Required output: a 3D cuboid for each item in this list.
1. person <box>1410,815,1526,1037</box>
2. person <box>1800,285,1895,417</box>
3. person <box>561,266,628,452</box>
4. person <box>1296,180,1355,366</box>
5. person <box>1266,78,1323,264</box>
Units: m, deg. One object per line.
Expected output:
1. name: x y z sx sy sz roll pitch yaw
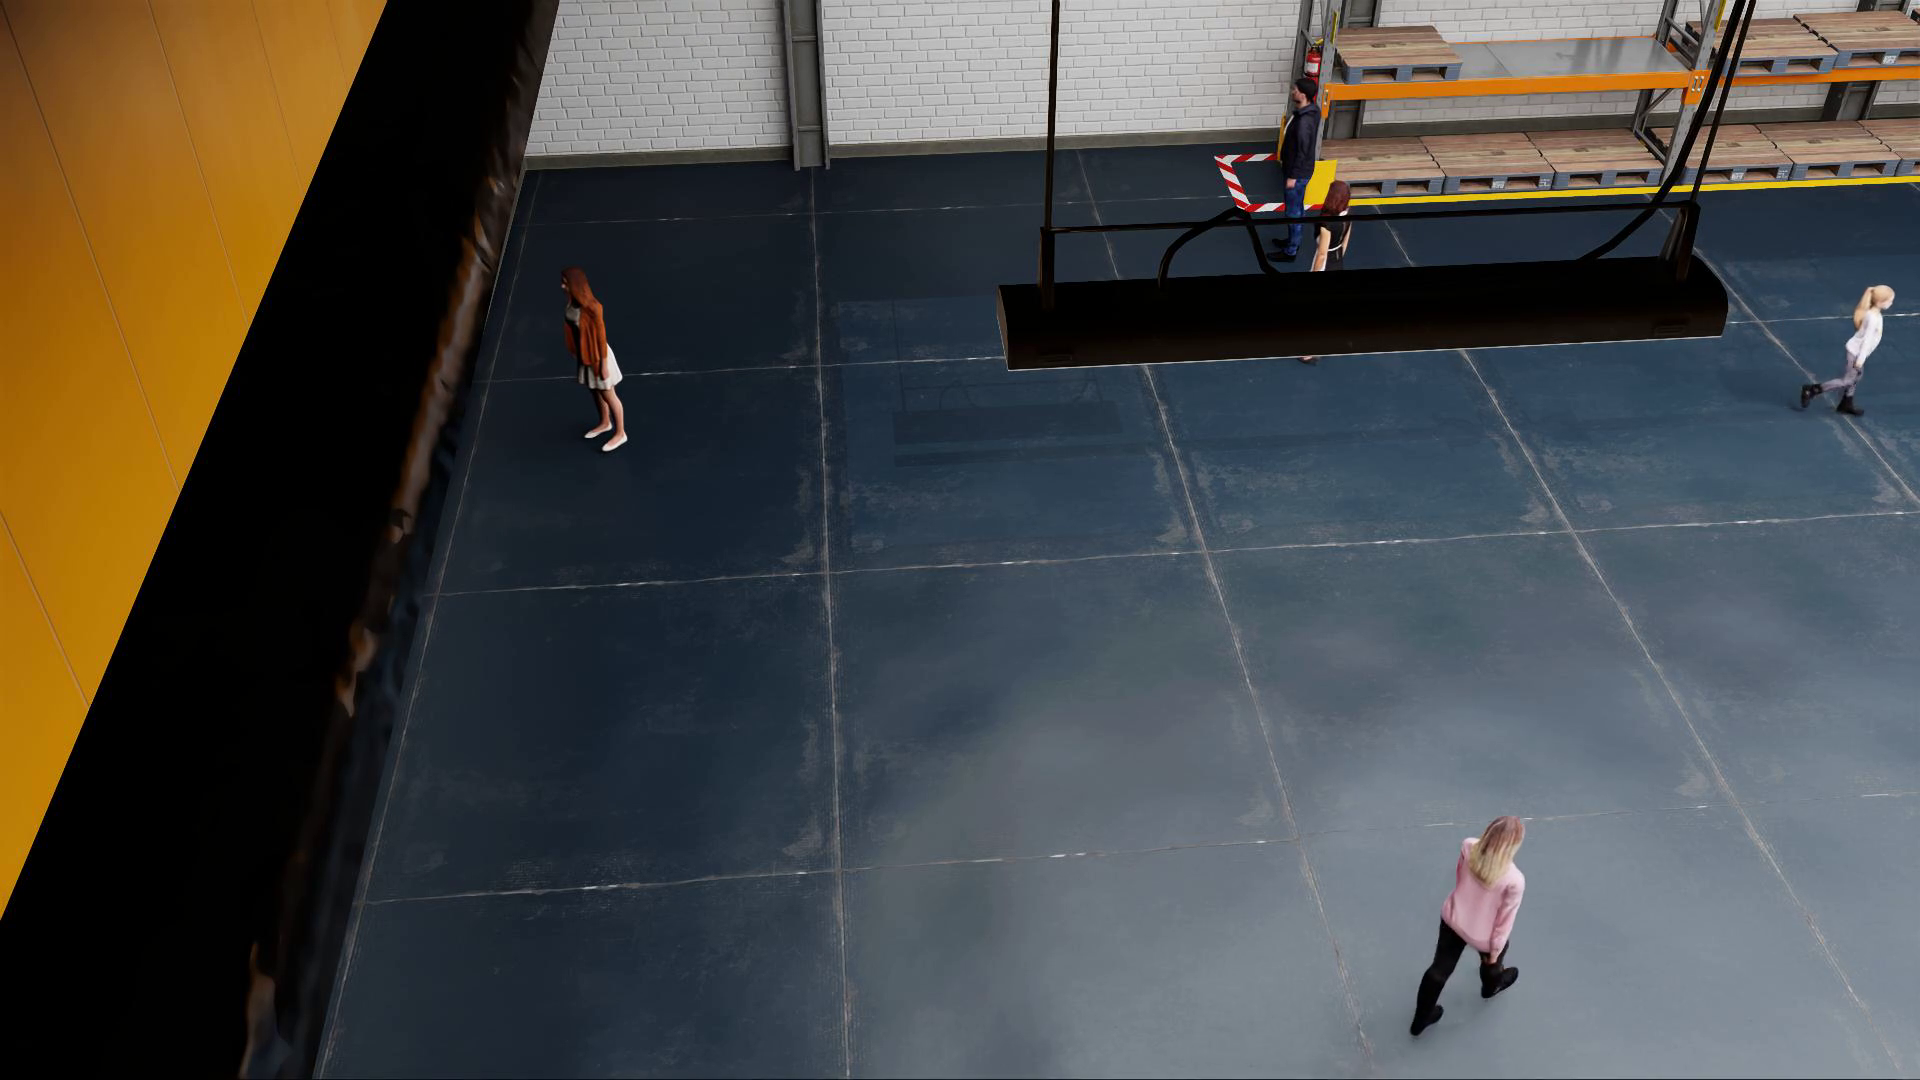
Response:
1. person: 2.797 2.189 9.257 1.110 1.650 0.935 -25 45 -27
2. person: 7.677 -1.631 14.352 0.868 1.262 0.718 15 41 18
3. person: -3.048 -1.543 13.878 0.711 1.716 0.759 31 48 33
4. person: 3.282 -2.384 14.867 0.620 1.796 0.704 -31 48 -33
5. person: 3.337 -3.643 16.364 0.726 1.895 0.751 13 40 15
